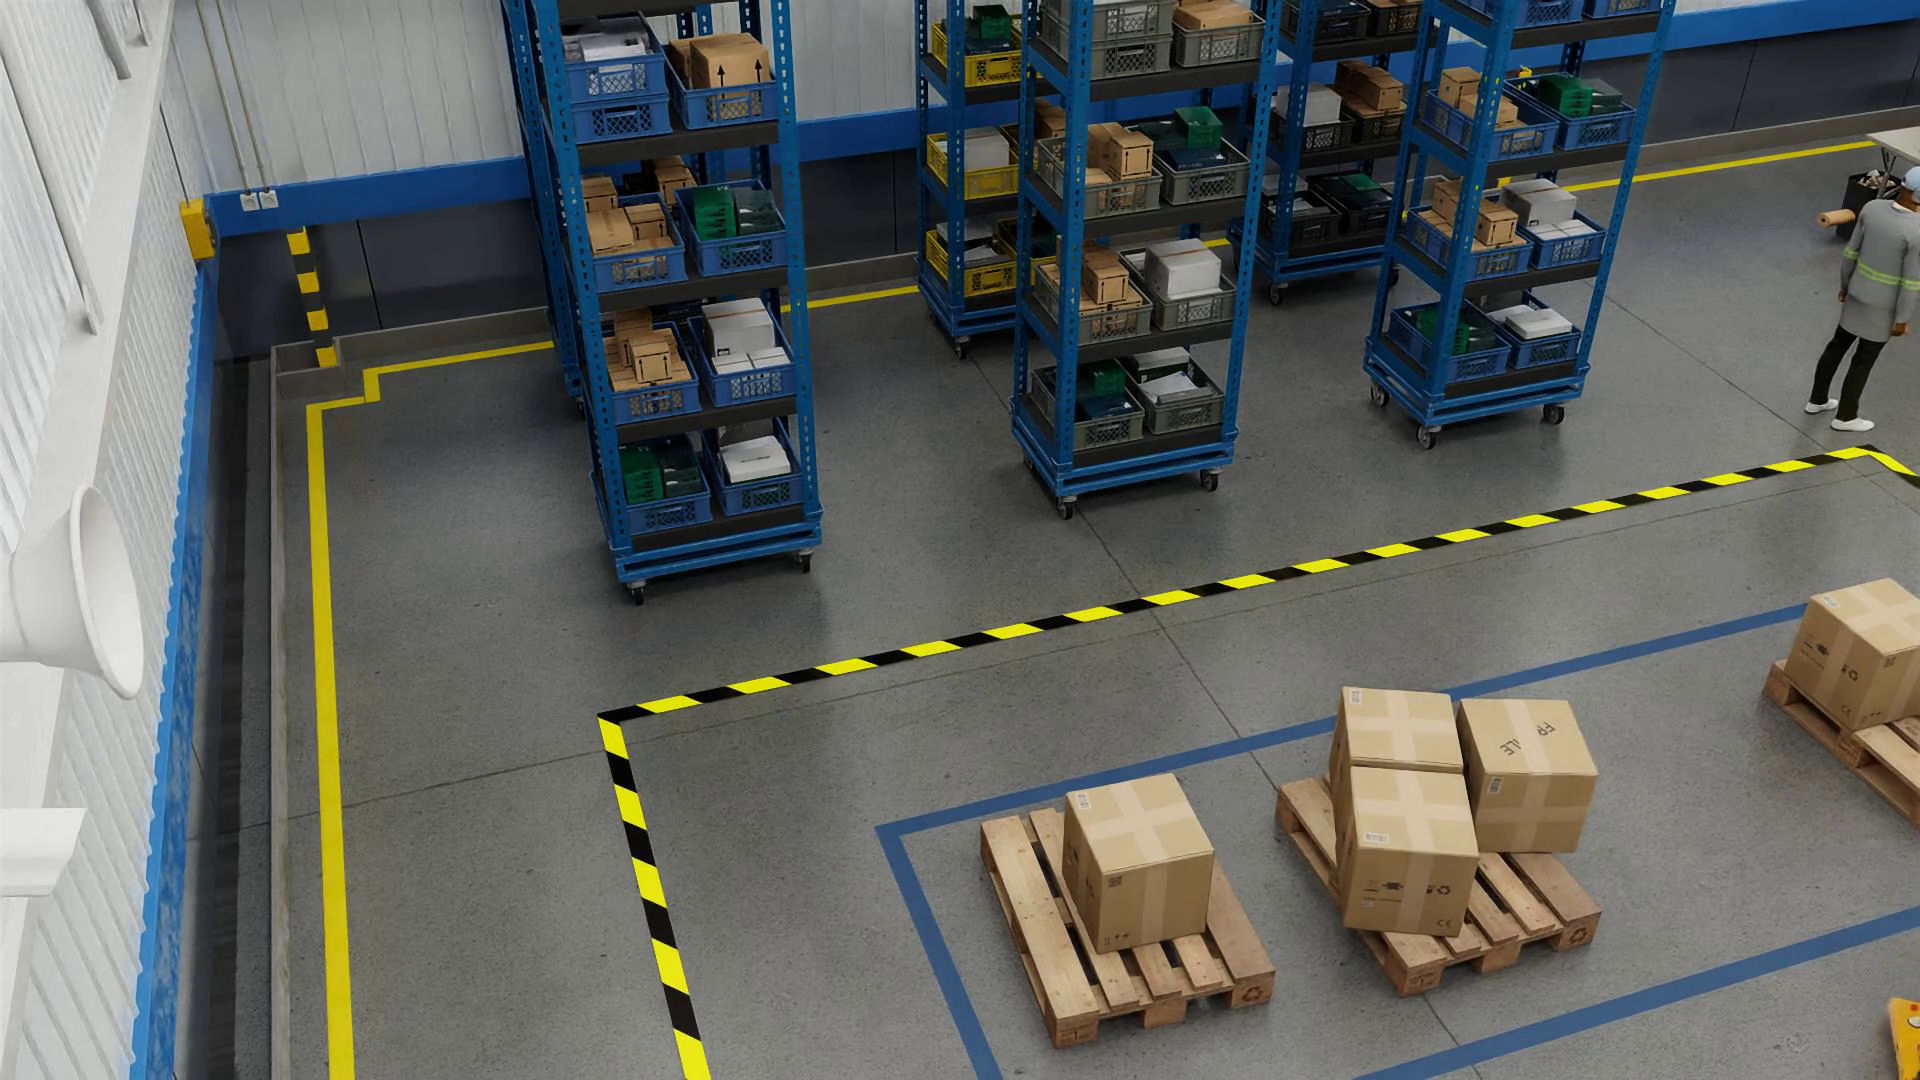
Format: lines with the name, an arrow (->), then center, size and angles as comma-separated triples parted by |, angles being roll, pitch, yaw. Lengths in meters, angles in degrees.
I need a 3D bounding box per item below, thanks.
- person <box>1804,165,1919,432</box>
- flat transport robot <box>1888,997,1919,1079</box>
person -> 6.041, -1.594, 10.943 | 0.397, 1.849, 0.591 | -10, 36, -14
flat transport robot -> 4.645, 2.273, 6.809 | 1.431, 0.197, 0.652 | 11, 37, 15
